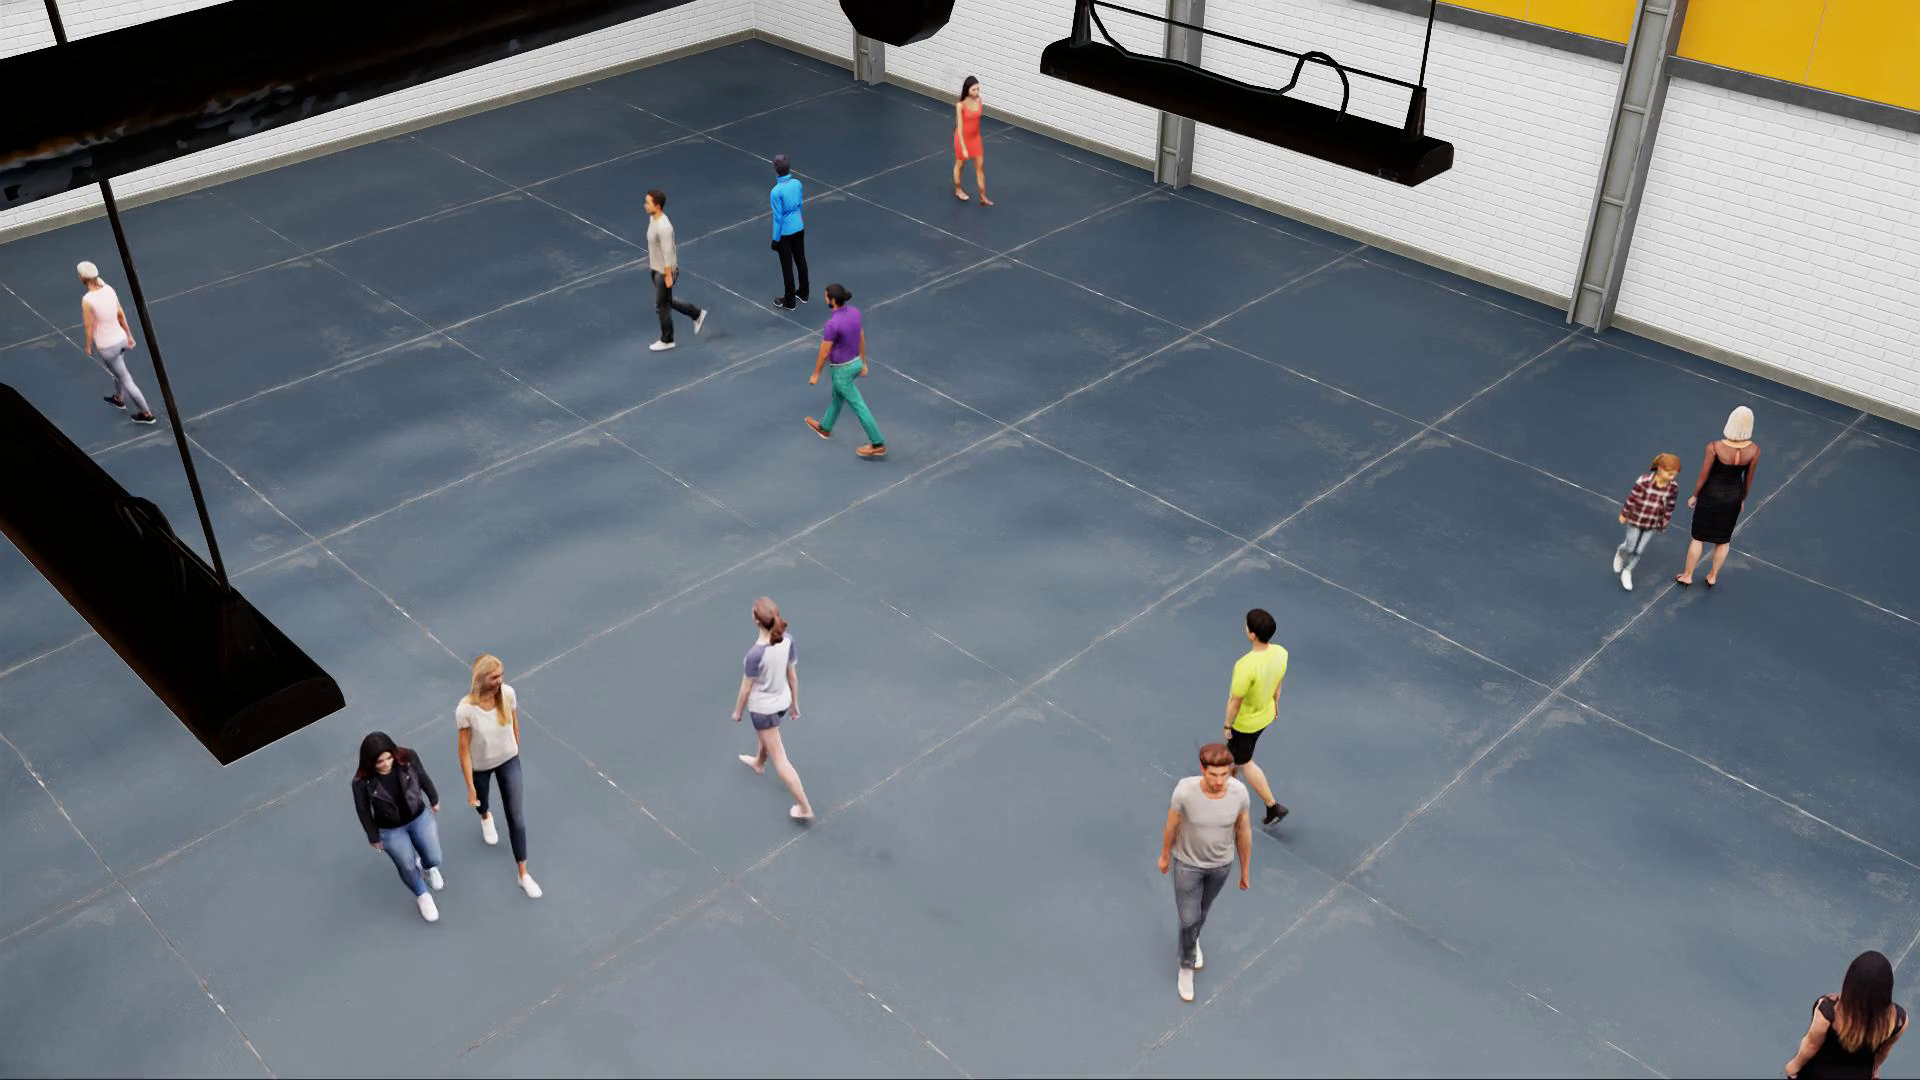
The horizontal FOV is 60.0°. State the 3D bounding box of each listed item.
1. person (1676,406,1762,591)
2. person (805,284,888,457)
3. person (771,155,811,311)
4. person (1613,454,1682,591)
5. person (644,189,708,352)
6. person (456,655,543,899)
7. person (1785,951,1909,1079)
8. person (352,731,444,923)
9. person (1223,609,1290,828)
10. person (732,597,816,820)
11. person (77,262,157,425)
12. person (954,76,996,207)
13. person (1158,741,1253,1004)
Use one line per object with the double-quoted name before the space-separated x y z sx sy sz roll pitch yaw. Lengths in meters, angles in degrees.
"person" 6.391 -0.335 13.992 0.637 1.748 0.733 5 34 8
"person" -1.002 -1.584 15.901 1.269 1.714 0.911 15 36 21
"person" -1.905 -3.456 18.639 0.564 1.800 0.631 25 41 32
"person" 5.850 -0.211 14.220 0.718 1.287 0.776 7 34 10
"person" -3.081 -2.905 17.815 0.916 1.794 0.963 -14 36 -20
"person" -3.201 1.491 11.238 0.848 1.753 1.264 -17 37 -24
"person" 4.797 2.930 9.109 0.747 1.715 0.815 1 34 2
"person" -3.681 1.808 10.881 0.737 1.622 0.753 -24 40 -31
"person" 2.104 1.251 11.664 0.678 1.682 1.051 -25 41 -33
"person" -1.280 1.219 11.677 1.135 1.721 0.631 26 42 34
"person" -8.295 -1.910 16.409 1.034 1.694 0.830 9 35 13
"person" 0.057 -5.110 21.235 0.679 1.682 0.993 -23 40 -30
"person" 1.511 1.940 10.449 0.936 1.879 1.003 -3 34 -5
